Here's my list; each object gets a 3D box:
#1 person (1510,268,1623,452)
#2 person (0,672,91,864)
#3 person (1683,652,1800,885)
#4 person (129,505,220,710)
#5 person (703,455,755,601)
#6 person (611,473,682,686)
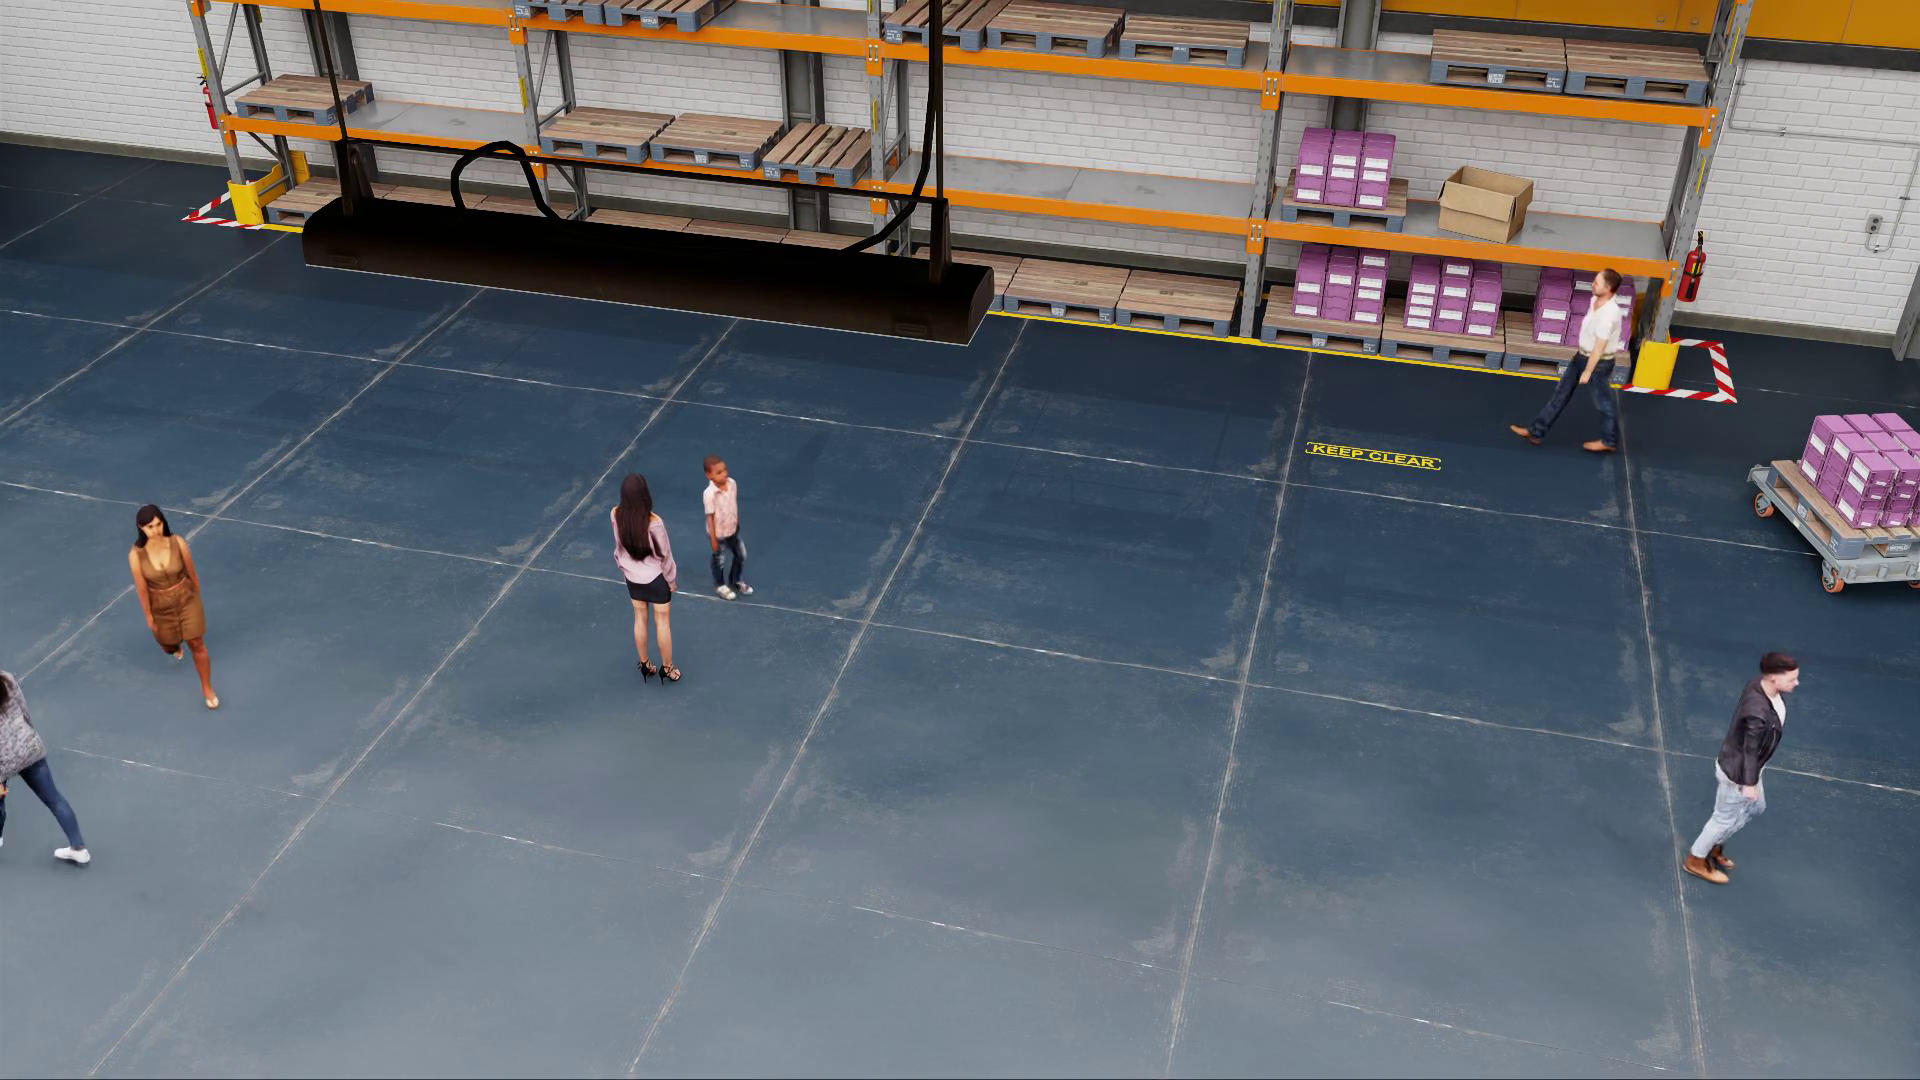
[{"bbox_3d":[5.796,-1.559,14.957,1.270,1.804,0.826,3,34,4],"label":"person"},{"bbox_3d":[-5.958,1.412,10.585,1.100,1.695,0.698,11,35,16],"label":"person"},{"bbox_3d":[4.840,1.408,10.476,0.679,1.822,0.731,17,37,23],"label":"person"},{"bbox_3d":[-5.711,0.454,12.046,0.899,1.673,0.970,-19,38,-27],"label":"person"},{"bbox_3d":[-1.933,-0.122,13.250,0.631,1.299,0.602,23,40,31],"label":"person"},{"bbox_3d":[-2.288,0.294,12.163,0.490,1.811,0.693,12,35,17],"label":"person"}]
